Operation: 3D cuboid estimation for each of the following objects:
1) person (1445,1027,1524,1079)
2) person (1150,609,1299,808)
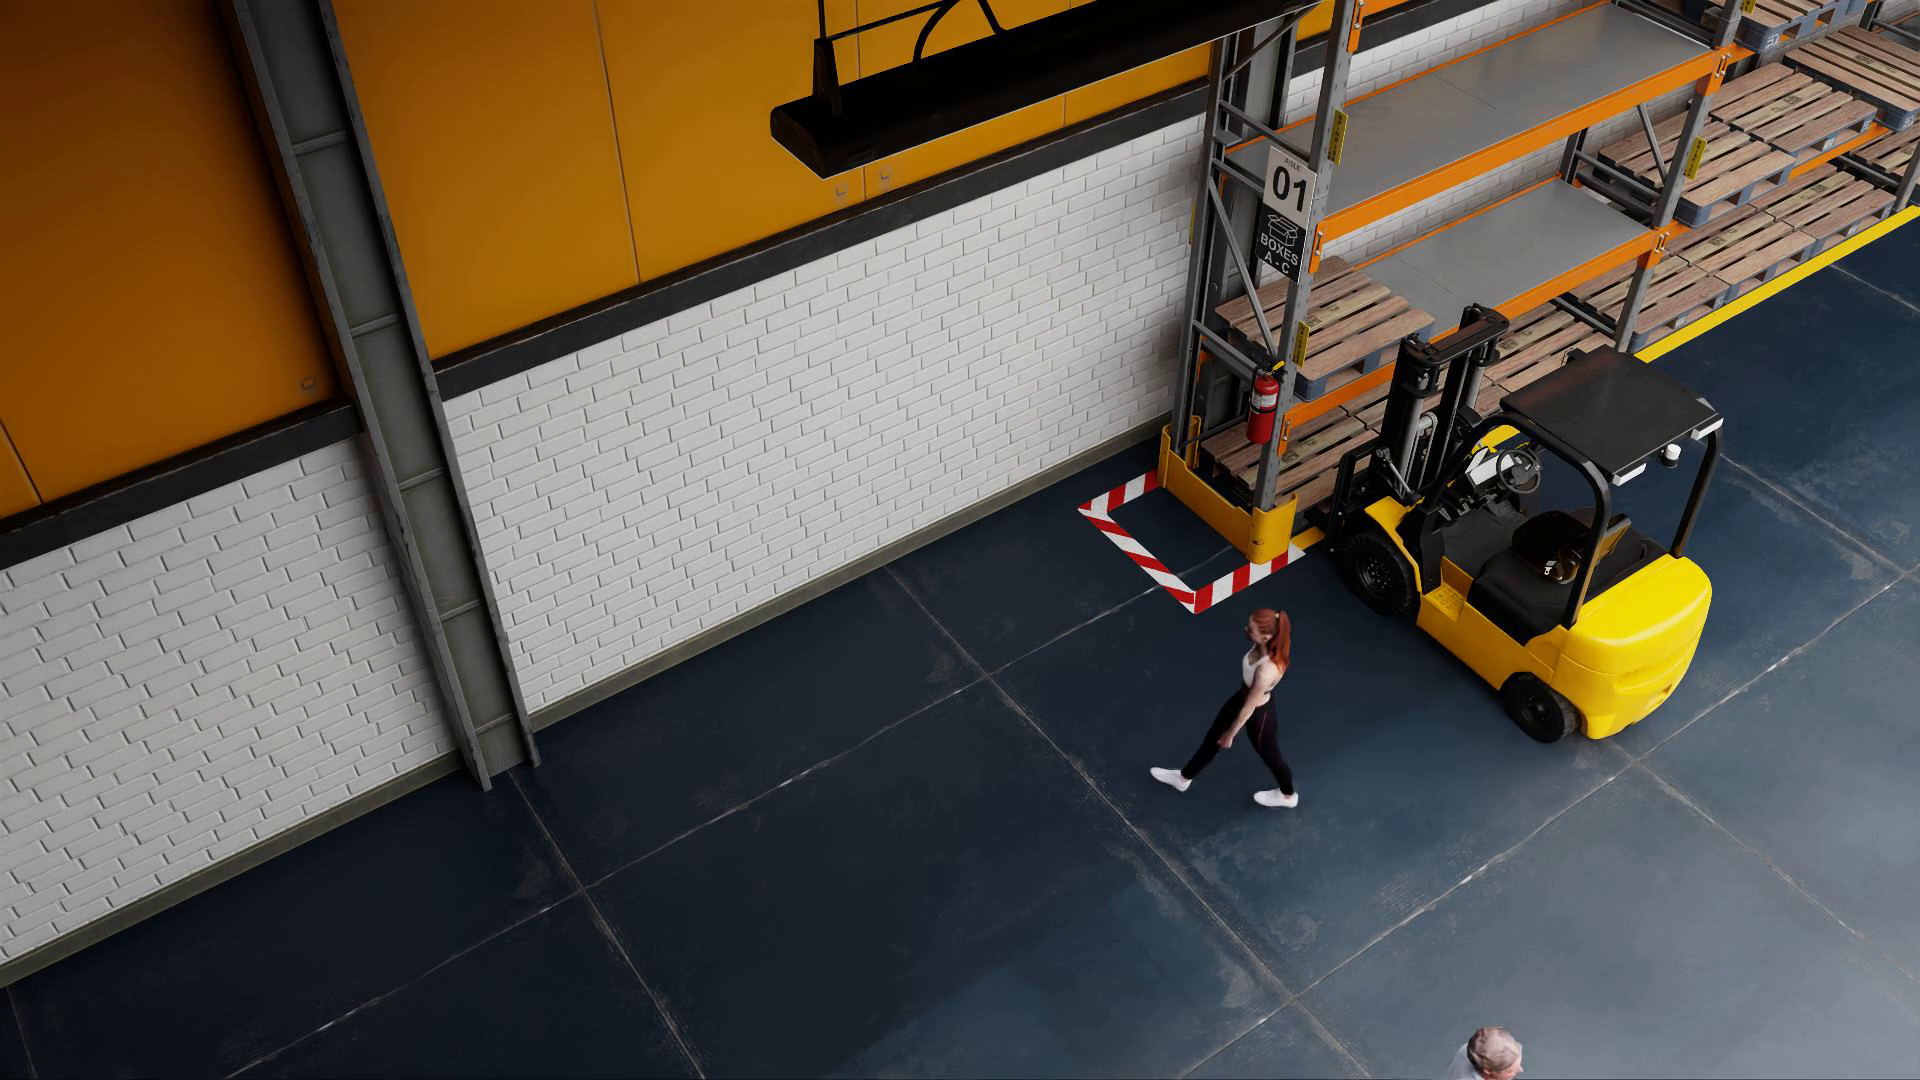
[{"bbox_3d":[2.264,2.816,7.967,1.113,1.791,1.174,17,46,17],"label":"person"},{"bbox_3d":[1.845,1.062,9.878,1.196,1.694,1.105,5,44,5],"label":"person"}]
